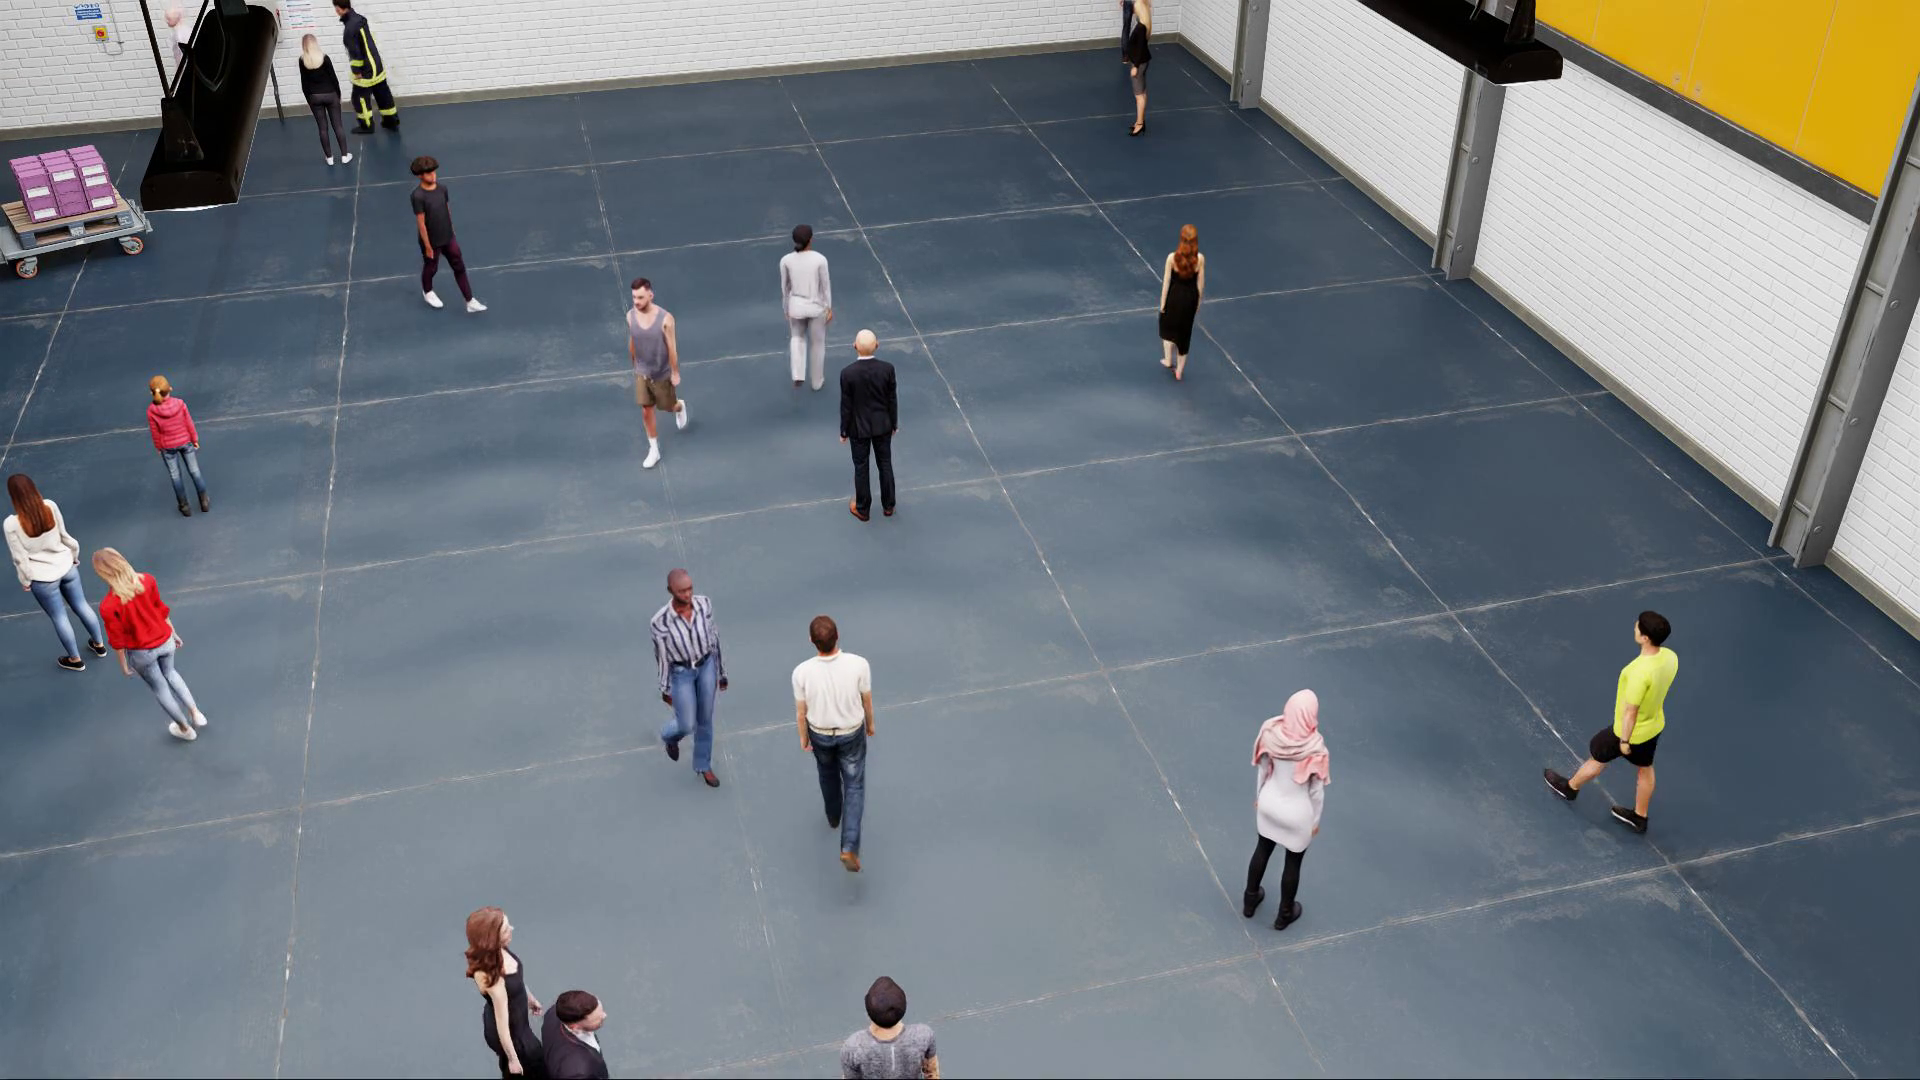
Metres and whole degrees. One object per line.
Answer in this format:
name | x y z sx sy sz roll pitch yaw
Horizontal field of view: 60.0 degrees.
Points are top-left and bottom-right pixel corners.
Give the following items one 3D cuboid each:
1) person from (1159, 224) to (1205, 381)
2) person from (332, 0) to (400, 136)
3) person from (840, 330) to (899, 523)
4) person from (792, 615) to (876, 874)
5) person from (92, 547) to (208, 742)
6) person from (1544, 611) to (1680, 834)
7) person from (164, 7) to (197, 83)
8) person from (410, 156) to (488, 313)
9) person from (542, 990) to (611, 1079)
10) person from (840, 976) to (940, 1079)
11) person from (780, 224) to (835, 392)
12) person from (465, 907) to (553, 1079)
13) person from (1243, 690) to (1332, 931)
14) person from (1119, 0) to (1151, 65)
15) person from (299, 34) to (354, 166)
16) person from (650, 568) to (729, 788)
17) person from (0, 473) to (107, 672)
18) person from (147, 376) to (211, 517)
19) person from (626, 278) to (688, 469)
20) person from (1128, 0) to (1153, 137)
person | 2.217 -2.326 16.555 0.661 1.609 0.707 -2 34 -4
person | -7.956 -6.403 22.439 1.120 1.885 0.925 6 34 9
person | -0.781 -0.985 14.366 0.666 1.800 0.569 -9 35 -14
person | -0.800 1.334 10.851 0.855 1.829 1.204 -1 34 -2
person | -5.689 0.800 11.781 0.823 1.688 0.761 21 39 28
person | 4.599 1.257 11.104 0.844 1.677 1.062 -21 39 -28
person | -10.244 -6.232 22.246 1.091 1.816 0.524 -4 34 -5
person | -5.671 -3.276 17.868 1.203 1.738 1.086 22 39 29
person | -1.936 2.929 8.469 0.810 1.809 0.735 -18 38 -25
person | -0.330 2.962 8.387 0.739 1.844 1.202 -5 34 -8
person | -1.512 -2.226 16.303 0.778 1.722 0.837 5 34 8
person | -2.511 2.648 8.956 0.678 1.738 0.578 -11 35 -16
person | 2.030 1.679 10.358 0.703 1.799 0.782 23 40 30
person | 2.633 -8.127 25.050 0.743 1.866 0.768 12 35 17
person | -8.265 -5.719 21.591 0.616 1.685 0.542 -7 34 -10
person | -1.905 0.920 11.516 0.802 1.781 0.870 -25 41 -33
person | -6.896 0.237 12.624 0.756 1.692 0.705 20 38 27
person | -6.864 -0.829 14.569 0.555 1.314 0.561 -19 38 -26
person | -2.774 -1.601 15.295 0.930 1.821 1.170 7 34 10
person | 2.434 -6.376 22.439 0.751 1.841 0.633 7 34 10
